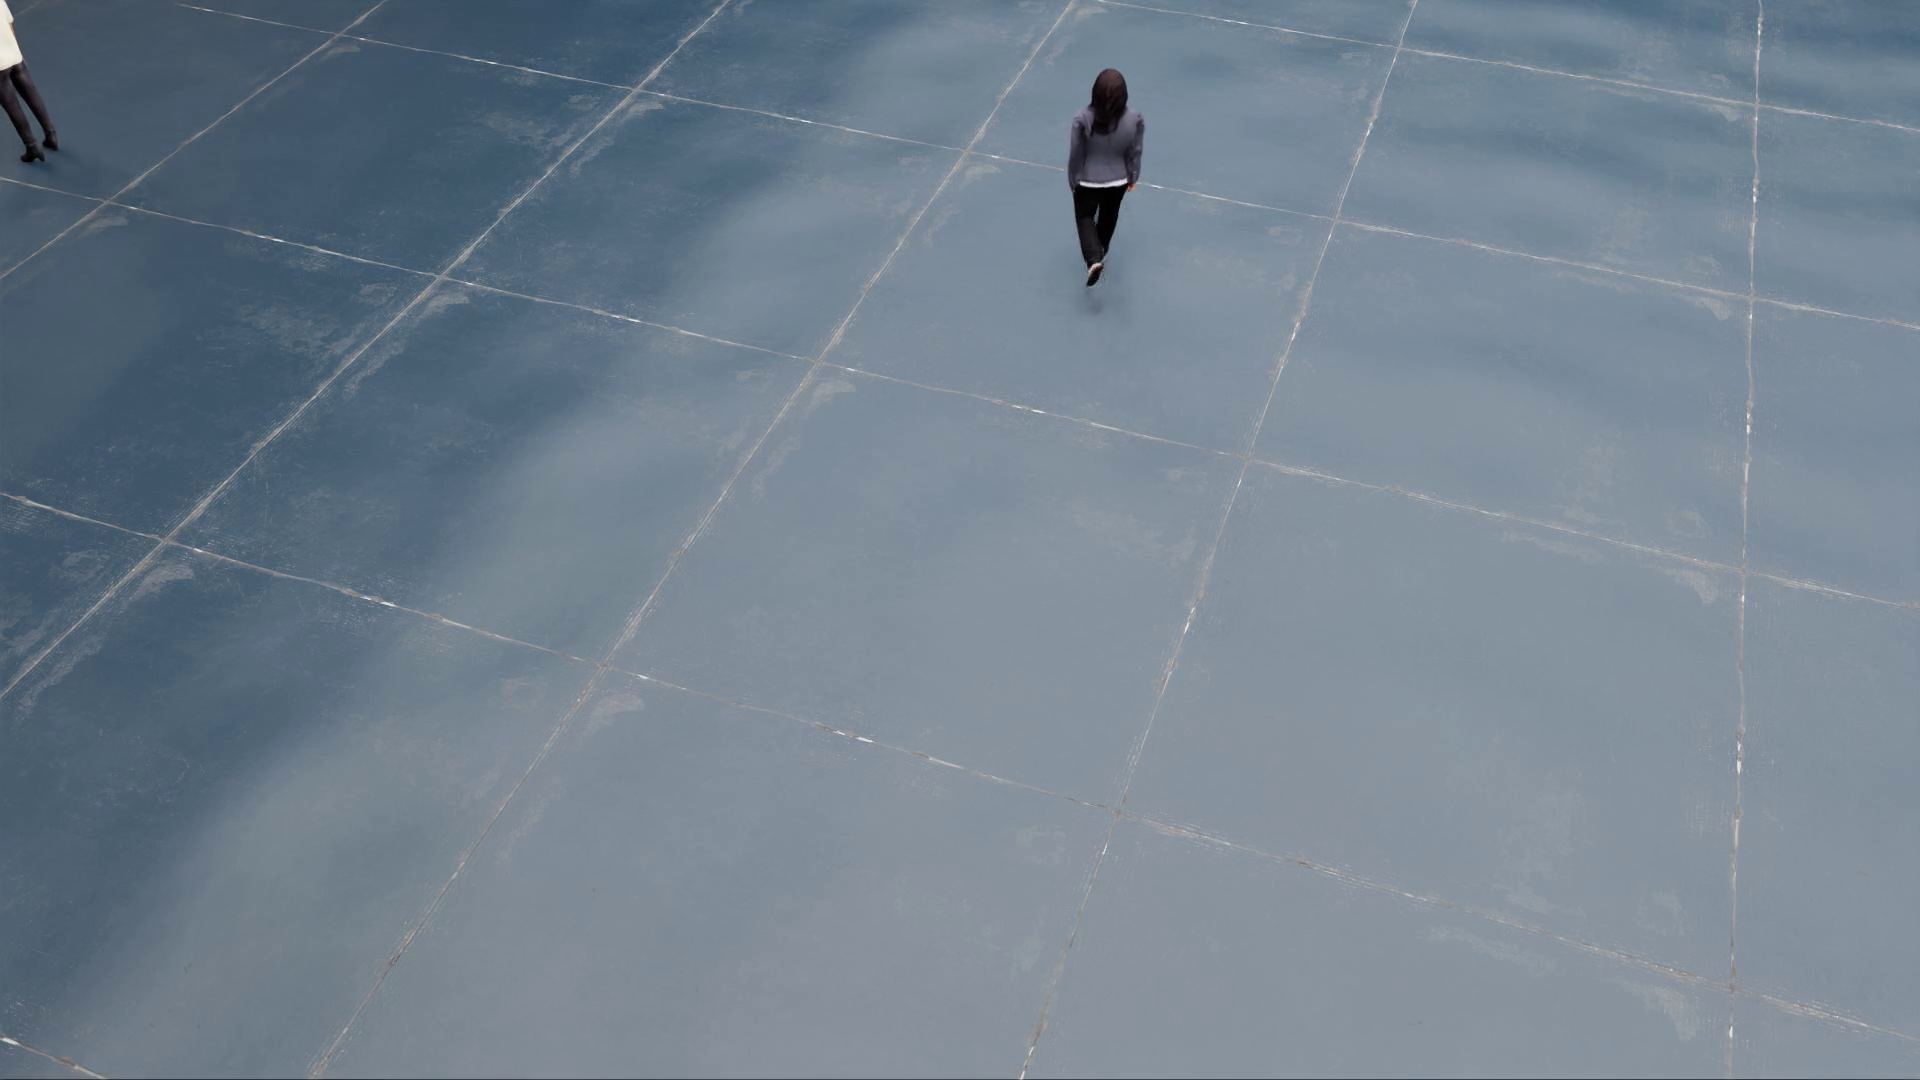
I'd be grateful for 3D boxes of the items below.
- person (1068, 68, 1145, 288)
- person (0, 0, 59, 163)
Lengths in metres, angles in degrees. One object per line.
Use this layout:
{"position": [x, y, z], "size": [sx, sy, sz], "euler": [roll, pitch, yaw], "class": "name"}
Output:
{"position": [0.998, -2.508, 11.603], "size": [0.975, 1.577, 0.960], "euler": [-4, 43, -4], "class": "person"}
{"position": [-7.402, -3.684, 12.854], "size": [0.483, 1.588, 0.602], "euler": [16, 45, 16], "class": "person"}
